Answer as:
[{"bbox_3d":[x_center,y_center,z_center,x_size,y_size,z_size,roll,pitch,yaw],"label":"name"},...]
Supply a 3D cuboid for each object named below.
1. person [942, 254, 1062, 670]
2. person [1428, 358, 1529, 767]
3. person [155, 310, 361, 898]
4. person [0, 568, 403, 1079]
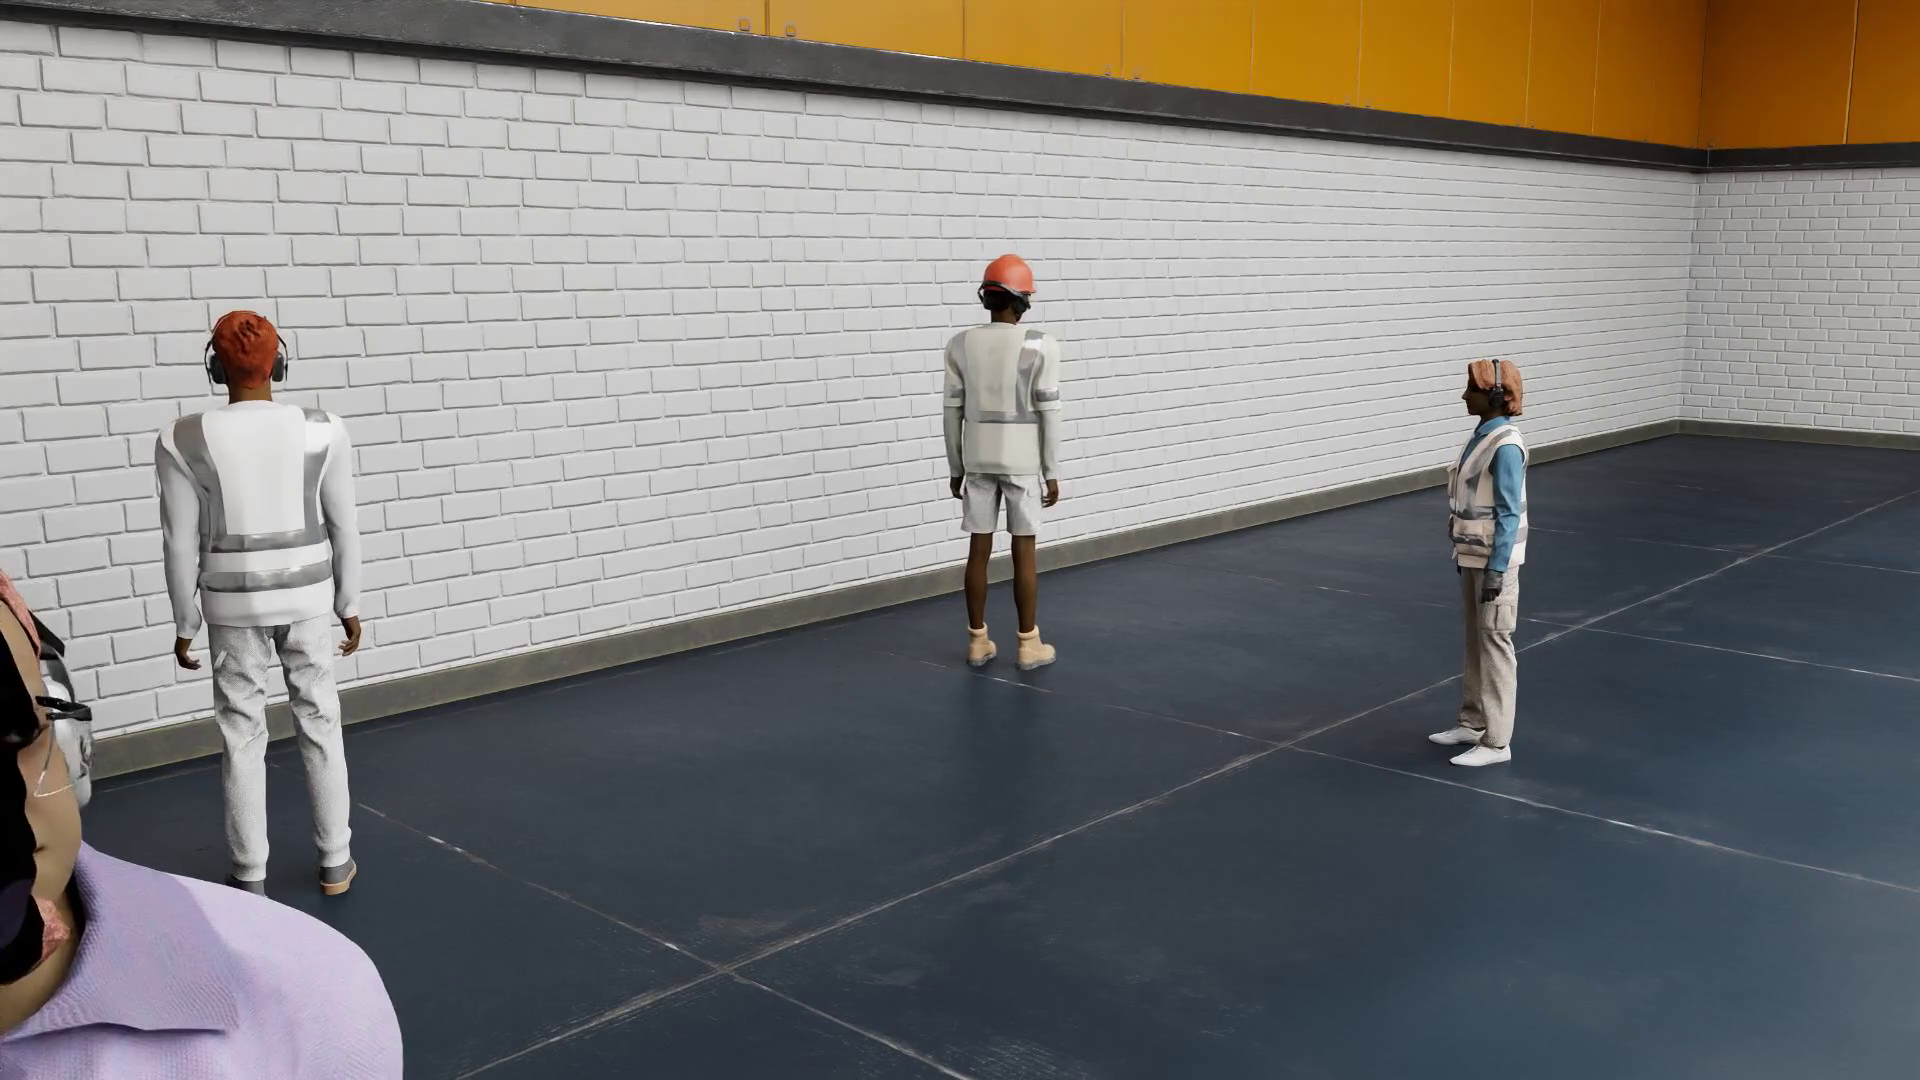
[{"bbox_3d":[0.218,-0.380,8.238,0.609,2.043,0.397,4,11,23],"label":"person"},{"bbox_3d":[2.117,0.092,6.696,0.310,1.642,0.514,0,10,3],"label":"person"},{"bbox_3d":[-2.180,0.226,5.244,0.576,1.884,0.352,-6,11,-29],"label":"person"},{"bbox_3d":[-0.666,0.929,1.157,0.651,1.913,0.410,-6,12,-33],"label":"person"}]
